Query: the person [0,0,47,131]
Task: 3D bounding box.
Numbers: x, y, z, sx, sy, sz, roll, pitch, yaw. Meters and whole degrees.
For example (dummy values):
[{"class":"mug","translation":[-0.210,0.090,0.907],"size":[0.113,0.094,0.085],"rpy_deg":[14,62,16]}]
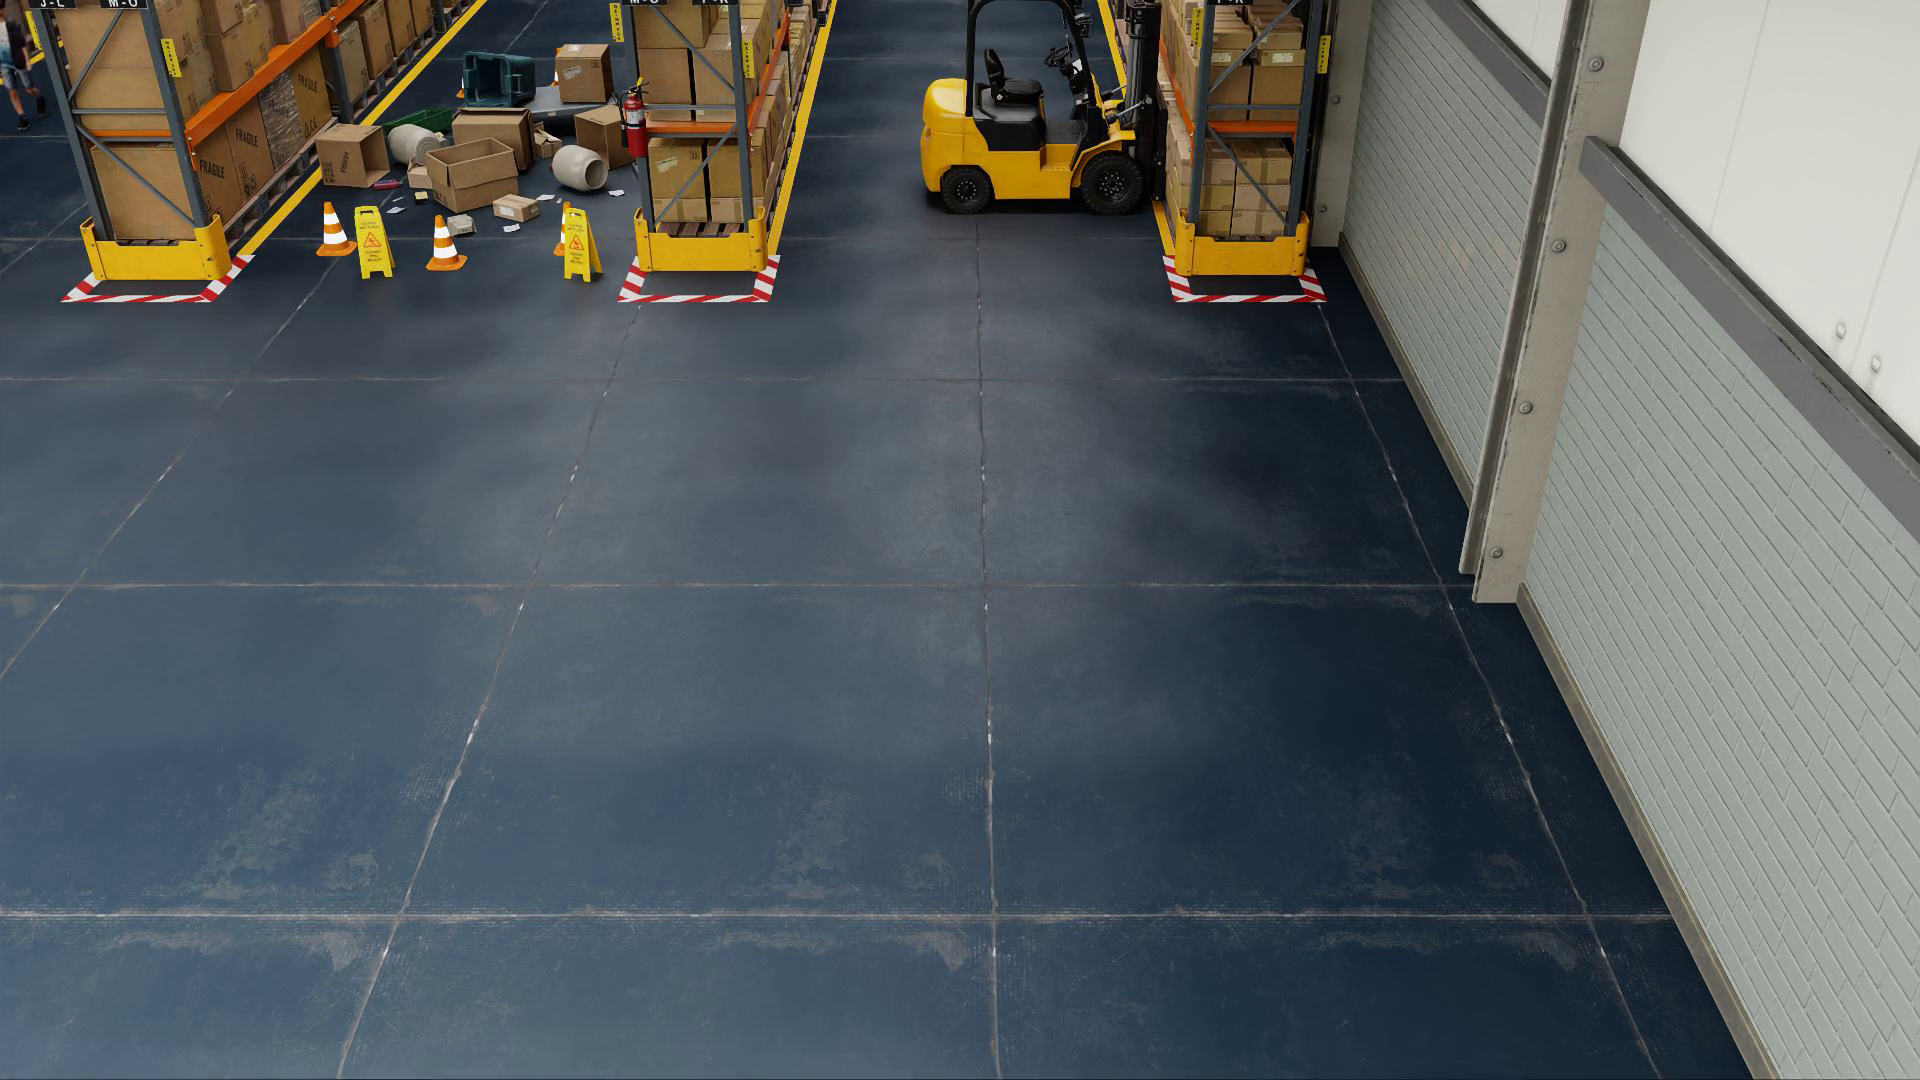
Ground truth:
[{"class":"person","translation":[-10.537,-5.342,18.533],"size":[0.591,1.430,0.879],"rpy_deg":[-3,32,-5]}]
